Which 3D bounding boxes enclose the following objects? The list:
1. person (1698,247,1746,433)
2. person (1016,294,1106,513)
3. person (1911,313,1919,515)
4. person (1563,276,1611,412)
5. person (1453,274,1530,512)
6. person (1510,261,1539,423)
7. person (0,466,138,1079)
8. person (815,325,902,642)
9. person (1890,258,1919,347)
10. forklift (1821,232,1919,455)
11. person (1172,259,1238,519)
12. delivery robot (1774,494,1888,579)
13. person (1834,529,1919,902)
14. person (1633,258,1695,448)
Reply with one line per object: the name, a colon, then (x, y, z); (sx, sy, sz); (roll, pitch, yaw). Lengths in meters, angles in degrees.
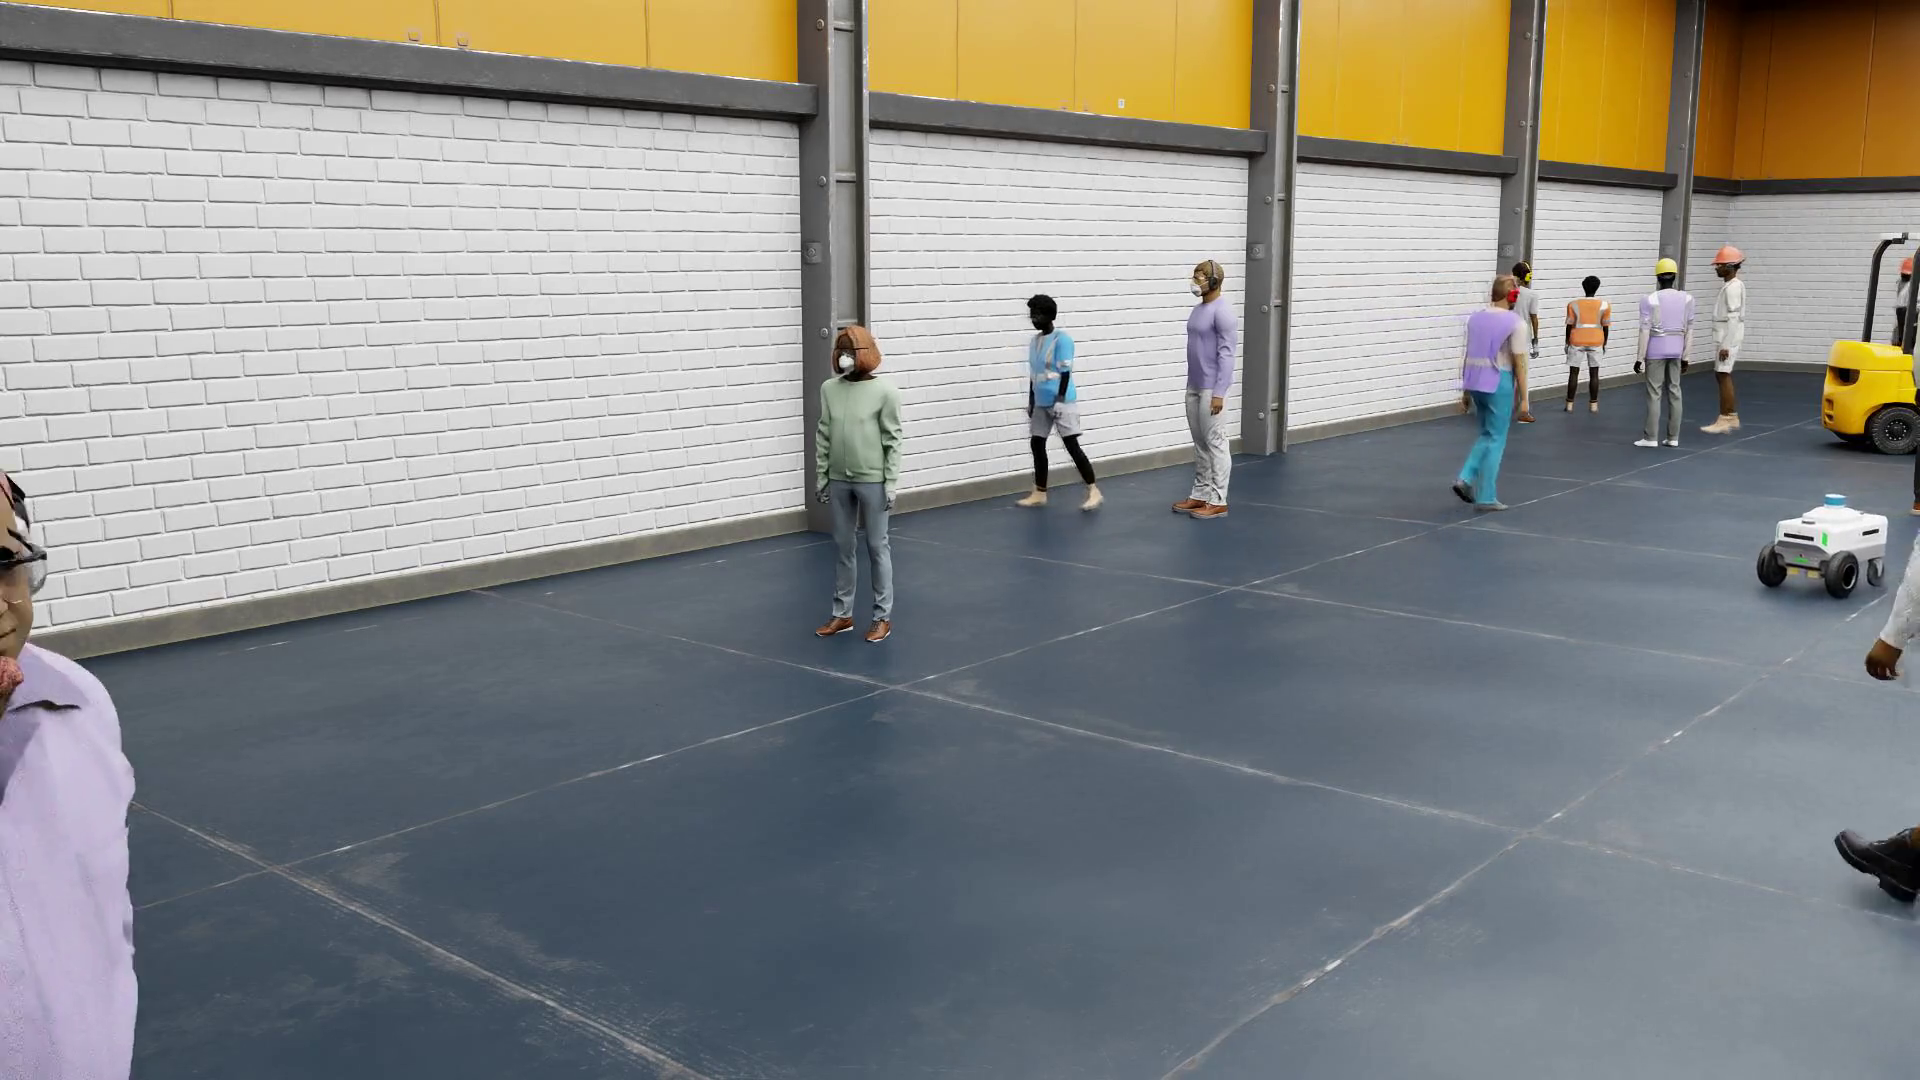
person: (8.411, -2.172, 18.221); (0.454, 2.039, 0.647); (4, 11, 24)
person: (0.778, -1.049, 12.832); (0.478, 1.672, 0.730); (-6, 12, -31)
person: (7.488, -1.153, 12.500); (0.381, 1.994, 0.622); (-6, 12, -33)
person: (7.753, -2.417, 20.580); (0.538, 1.690, 0.319); (3, 10, 14)
person: (4.095, -1.113, 12.750); (0.443, 1.827, 0.586); (-4, 11, -22)
person: (6.496, -2.296, 19.358); (0.519, 1.874, 0.326); (9, 13, 41)
person: (-1.256, 0.774, 1.936); (0.896, 1.862, 0.694); (3, 10, 18)
person: (-0.533, -0.291, 8.622); (0.500, 1.633, 0.280); (5, 11, 27)
person: (13.841, -3.192, 24.426); (0.487, 1.886, 0.706); (-1, 10, -3)
forklift: (9.955, -1.972, 16.595); (2.313, 2.155, 1.214); (1, 10, 8)
person: (1.864, -1.134, 12.552); (0.372, 1.940, 0.631); (-3, 10, -16)
delivery robot: (5.188, -0.027, 9.898); (0.707, 0.478, 0.477); (-5, 11, -33)
person: (2.915, 0.243, 4.838); (0.548, 1.899, 0.923); (-4, 11, -24)
person: (7.132, -1.889, 16.906); (0.589, 1.919, 0.391); (-1, 10, -8)
